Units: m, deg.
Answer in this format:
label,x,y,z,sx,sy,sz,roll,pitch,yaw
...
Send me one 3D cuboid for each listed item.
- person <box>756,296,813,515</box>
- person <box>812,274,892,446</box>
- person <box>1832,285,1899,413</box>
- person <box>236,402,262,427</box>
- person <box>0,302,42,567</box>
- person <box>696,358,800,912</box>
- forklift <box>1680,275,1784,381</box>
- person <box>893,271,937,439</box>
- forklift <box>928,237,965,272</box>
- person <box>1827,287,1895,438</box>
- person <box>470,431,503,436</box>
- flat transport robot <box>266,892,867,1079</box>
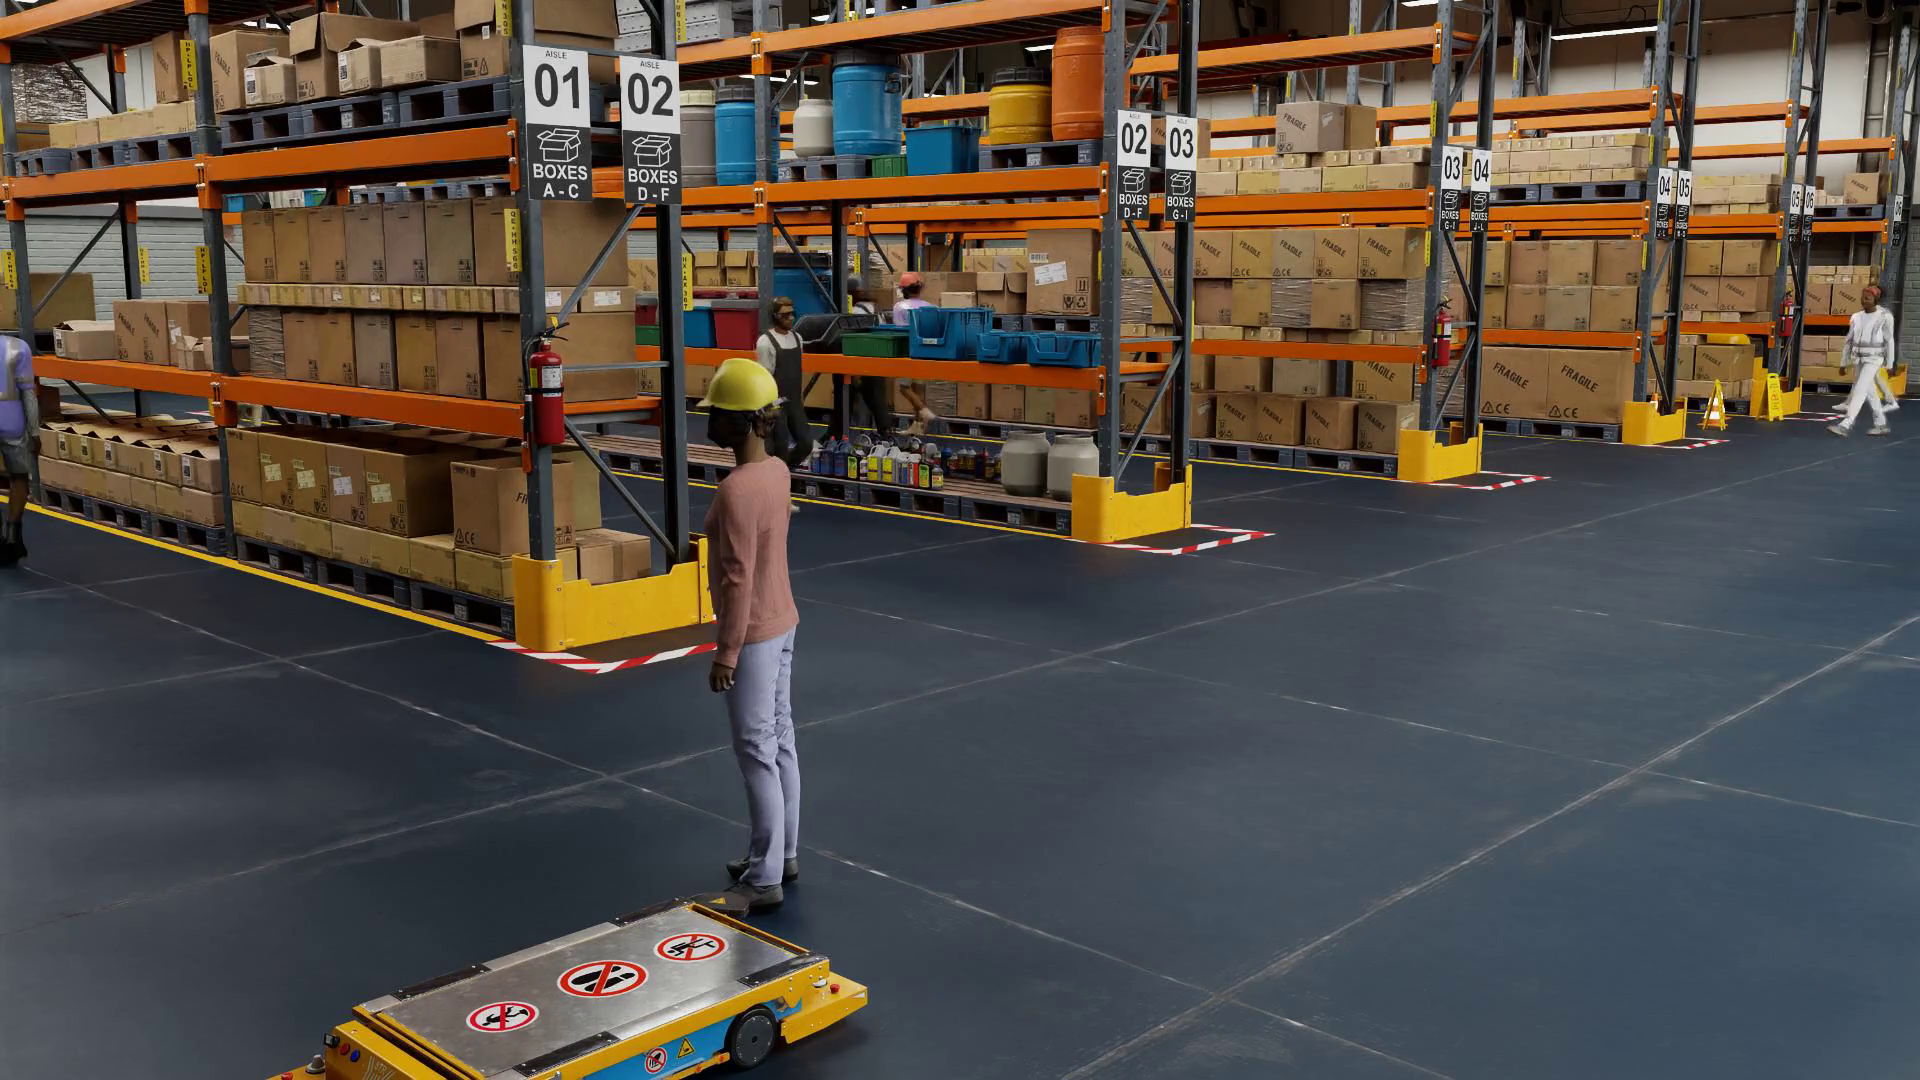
label,x,y,z,sx,sy,sz,roll,pitch,yaw
person,-1.471,-1.123,13.913,0.420,1.827,0.533,7,12,39
person,-1.157,-1.877,18.020,1.014,2.000,0.699,5,10,26
person,13.100,-2.745,23.890,0.535,1.832,0.951,-7,12,-38
person,-8.460,-1.955,19.680,0.504,1.610,0.670,-7,12,-38
person,-6.682,-0.780,11.513,0.571,1.923,0.398,-4,10,-23
person,-0.681,0.303,5.355,0.304,1.772,0.525,1,9,8
forklift,12.480,-3.427,27.053,1.214,2.155,2.313,9,13,43
person,-0.505,-2.213,19.984,0.637,2.030,0.686,-9,13,-44
forklift,-0.326,-5.817,39.609,1.129,2.768,1.873,9,13,43
person,11.097,-2.180,20.391,1.013,1.828,0.594,-3,10,-19
person,-4.237,-1.191,14.928,0.272,1.632,0.507,9,13,42
flat transport robot,-0.980,1.246,4.283,0.652,0.197,1.431,9,13,43
